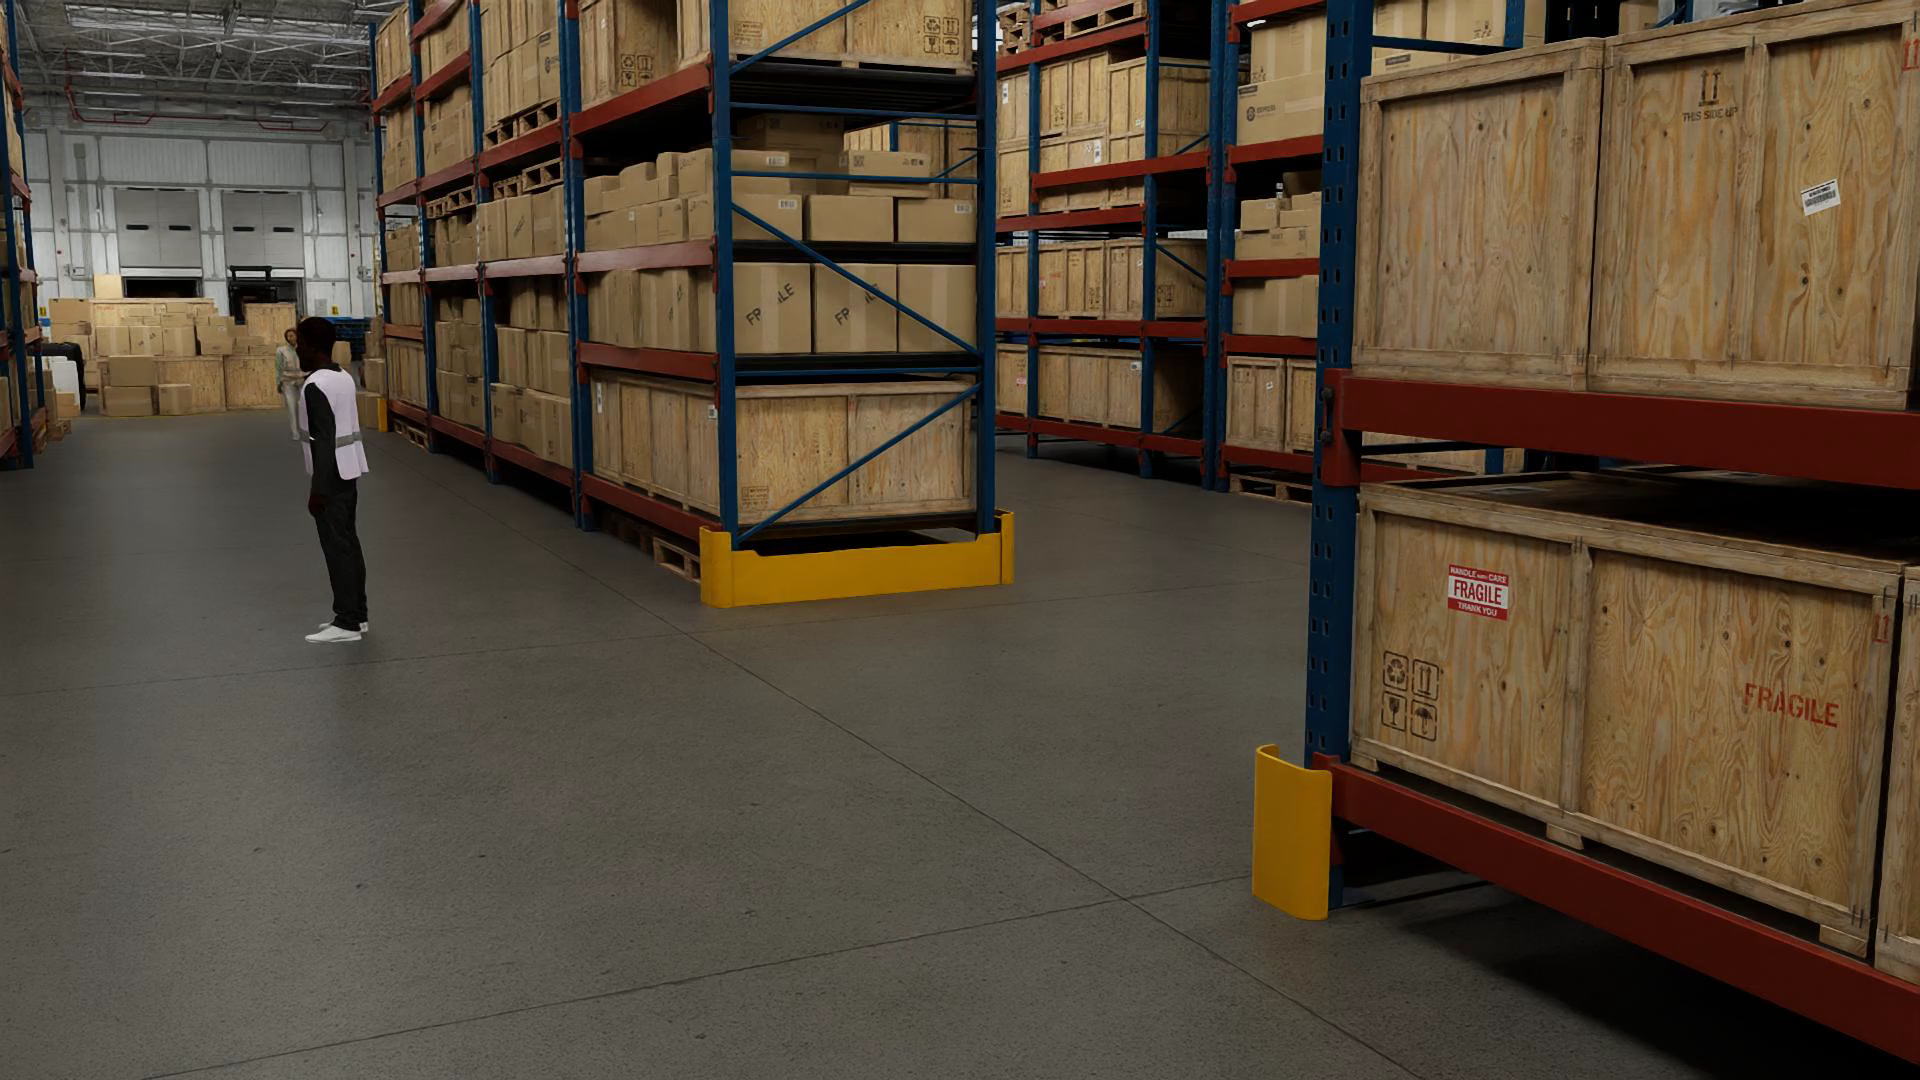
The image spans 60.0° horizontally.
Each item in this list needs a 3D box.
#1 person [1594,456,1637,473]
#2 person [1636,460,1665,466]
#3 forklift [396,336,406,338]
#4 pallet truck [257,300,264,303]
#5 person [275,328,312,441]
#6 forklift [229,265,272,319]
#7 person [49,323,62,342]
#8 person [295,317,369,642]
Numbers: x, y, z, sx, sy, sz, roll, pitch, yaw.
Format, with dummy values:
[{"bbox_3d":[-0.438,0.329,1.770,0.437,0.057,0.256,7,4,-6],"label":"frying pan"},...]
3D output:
[{"bbox_3d":[2.862,0.016,7.619,0.444,1.819,0.641,4,9,23],"label":"person"},{"bbox_3d":[5.228,-0.588,12.416,0.279,1.634,0.499,-3,9,-23],"label":"person"},{"bbox_3d":[-10.728,-4.194,33.008,1.129,2.768,1.873,-4,9,-26],"label":"forklift"},{"bbox_3d":[-23.913,-7.404,58.171,1.885,1.965,0.823,-1,8,-9],"label":"pallet truck"},{"bbox_3d":[-9.392,-2.187,23.516,0.543,1.611,0.672,-3,9,-19],"label":"person"},{"bbox_3d":[-17.145,-5.261,40.370,1.129,2.768,1.873,-4,9,-26],"label":"forklift"},{"bbox_3d":[-28.473,-6.399,52.588,0.523,1.611,0.781,-3,9,-23],"label":"person"},{"bbox_3d":[-3.704,-0.355,9.838,0.372,1.916,0.597,-1,8,-6],"label":"person"}]
